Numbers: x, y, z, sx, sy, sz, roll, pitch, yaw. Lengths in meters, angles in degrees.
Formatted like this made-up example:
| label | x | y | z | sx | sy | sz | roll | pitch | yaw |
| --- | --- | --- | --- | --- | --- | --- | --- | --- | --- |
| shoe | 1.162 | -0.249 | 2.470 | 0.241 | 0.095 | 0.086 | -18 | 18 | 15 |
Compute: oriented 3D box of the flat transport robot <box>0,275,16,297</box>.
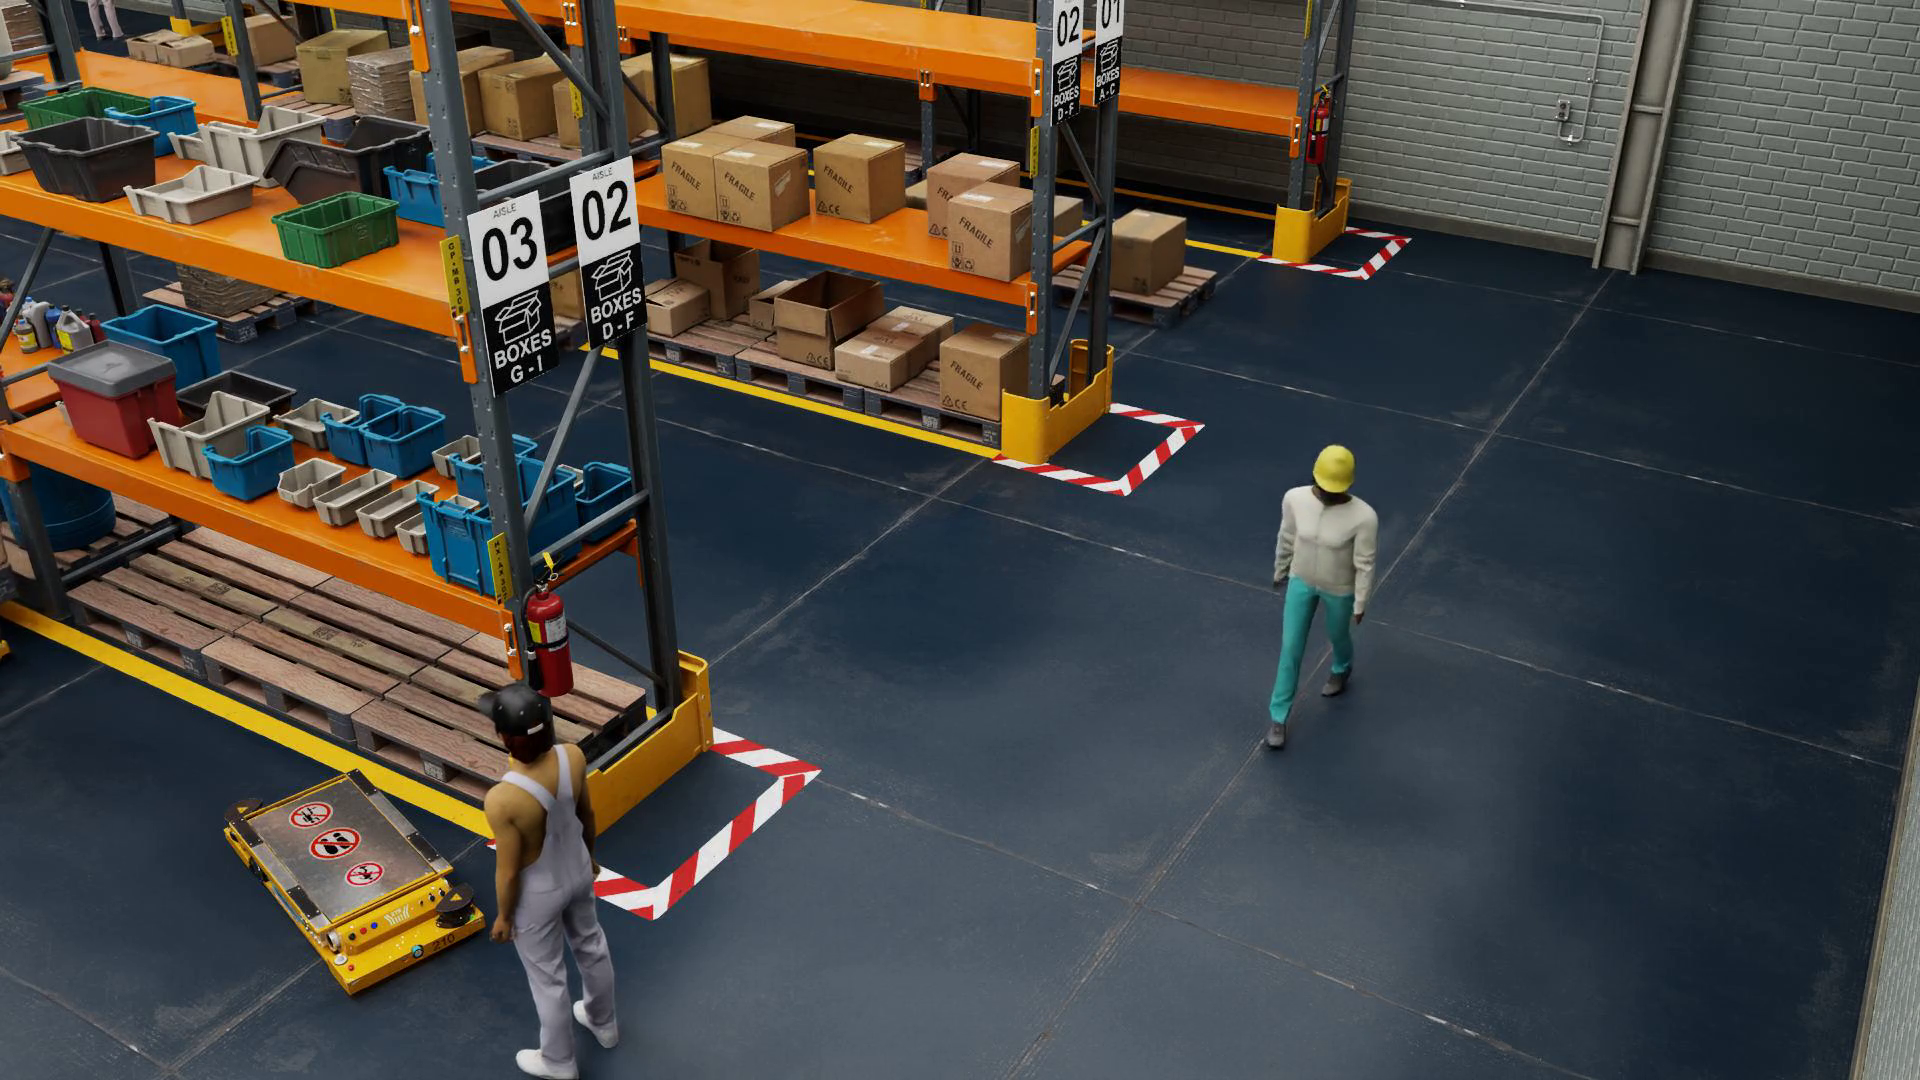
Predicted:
| label | x | y | z | sx | sy | sz | roll | pitch | yaw |
| --- | --- | --- | --- | --- | --- | --- | --- | --- | --- |
| flat transport robot | -8.941 | -2.209 | 14.596 | 1.431 | 0.231 | 0.659 | 18 | 34 | 30 |

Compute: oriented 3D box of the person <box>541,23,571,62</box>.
| label | x | y | z | sx | sy | sz | roll | pitch | yaw |
| --- | --- | --- | --- | --- | --- | --- | --- | --- | --- |
| person | -4.114 | -4.465 | 17.175 | 0.322 | 1.696 | 0.534 | -23 | 36 | -35 |

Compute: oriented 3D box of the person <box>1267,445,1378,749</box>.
| label | x | y | z | sx | sy | sz | roll | pitch | yaw |
| --- | --- | --- | --- | --- | --- | --- | --- | --- | --- |
| person | 1.910 | 0.215 | 8.759 | 0.562 | 1.706 | 0.922 | 14 | 32 | 23 |

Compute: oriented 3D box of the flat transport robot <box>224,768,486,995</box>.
| label | x | y | z | sx | sy | sz | roll | pitch | yaw |
| --- | --- | --- | --- | --- | --- | --- | --- | --- | --- |
| flat transport robot | -2.885 | 1.553 | 7.847 | 0.659 | 0.231 | 1.431 | -24 | 37 | -36 |

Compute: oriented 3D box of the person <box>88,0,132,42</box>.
| label | x | y | z | sx | sy | sz | roll | pitch | yaw |
| --- | --- | --- | --- | --- | --- | --- | --- | --- | --- |
| person | -12.059 | -7.889 | 23.169 | 0.563 | 1.846 | 0.391 | 4 | 29 | 7 |

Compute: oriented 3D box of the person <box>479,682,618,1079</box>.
| label | x | y | z | sx | sy | sz | roll | pitch | yaw |
| --- | --- | --- | --- | --- | --- | --- | --- | --- | --- |
| person | -1.648 | 1.347 | 6.579 | 0.376 | 1.862 | 0.528 | 18 | 34 | 30 |

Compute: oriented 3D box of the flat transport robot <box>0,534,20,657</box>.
| label | x | y | z | sx | sy | sz | roll | pitch | yaw |
| --- | --- | --- | --- | --- | --- | --- | --- | --- | --- |
| flat transport robot | -6.271 | 0.542 | 9.660 | 1.431 | 0.231 | 0.659 | 16 | 33 | 27 |
